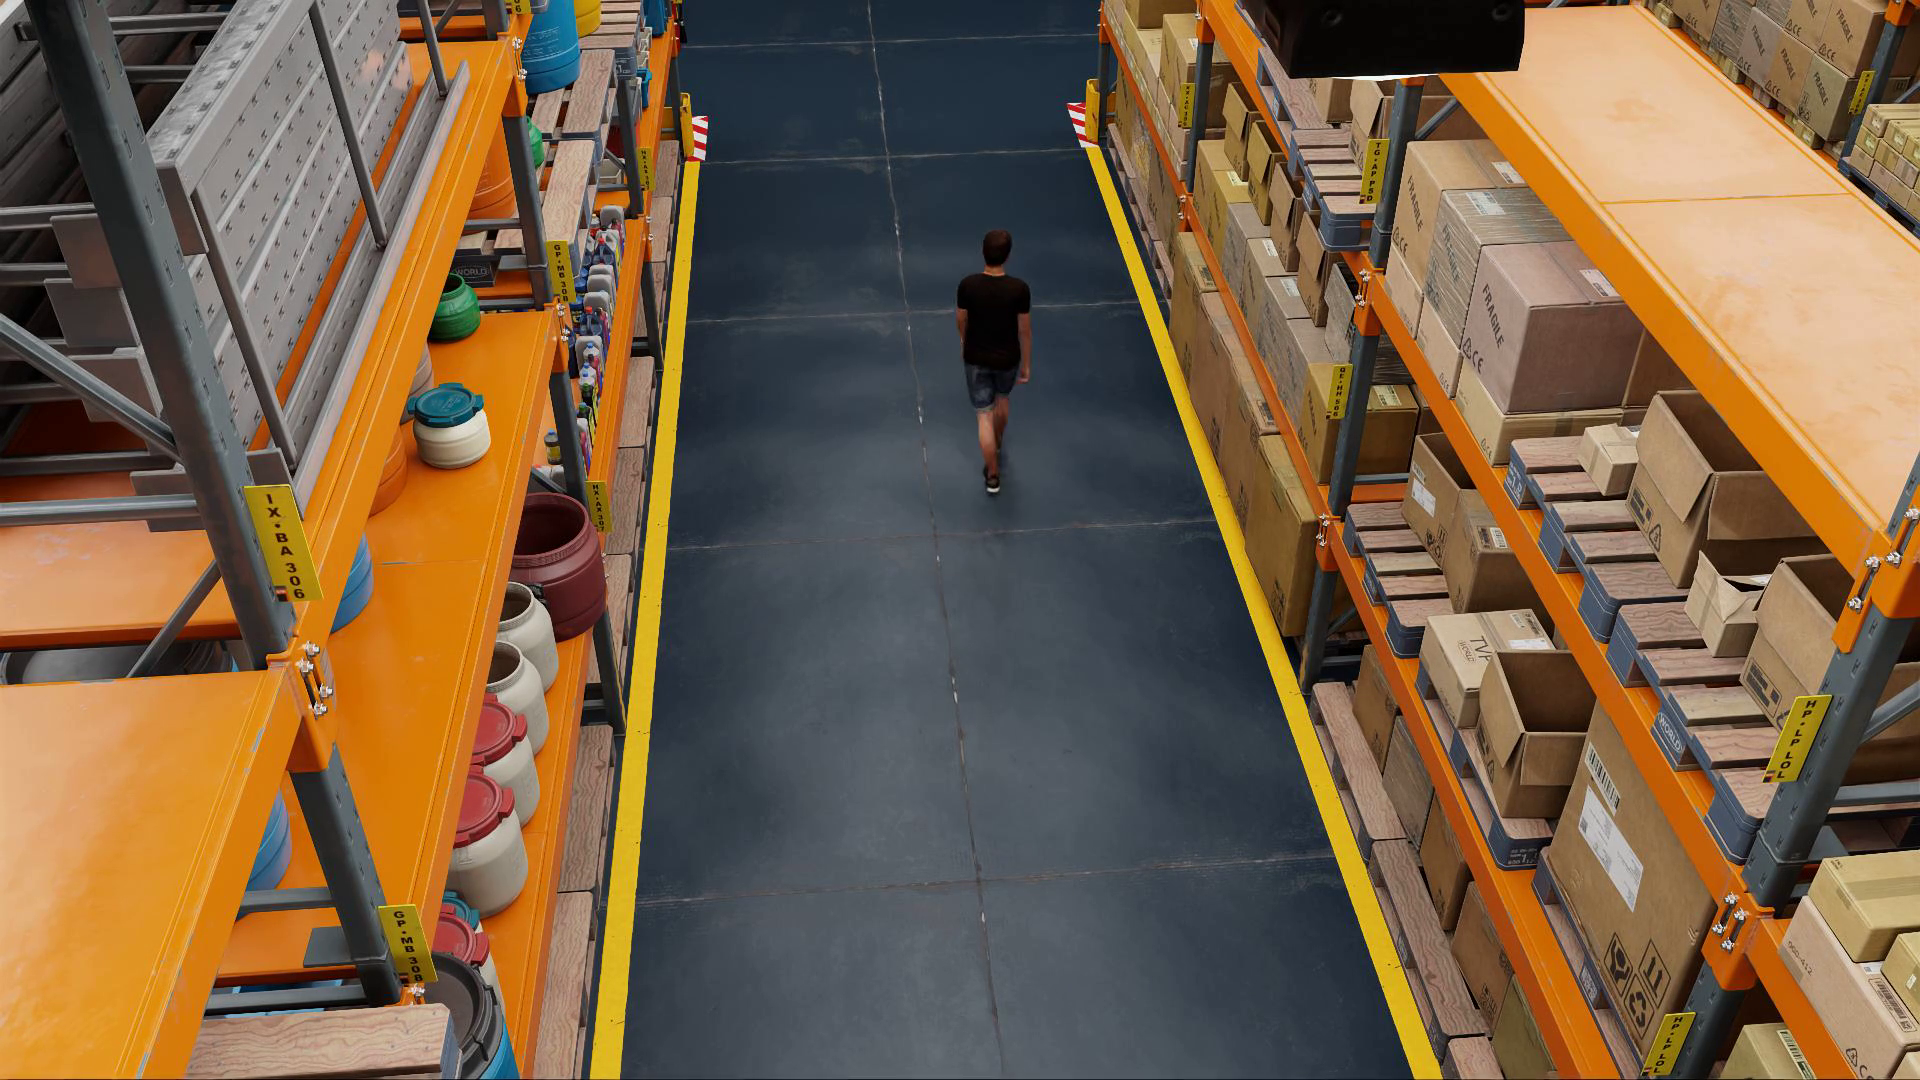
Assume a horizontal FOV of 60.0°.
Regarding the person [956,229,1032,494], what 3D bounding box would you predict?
[{"bbox_3d":[0.211,-1.130,11.004,0.650,1.813,0.991,-2,37,-2],"label":"person"}]
